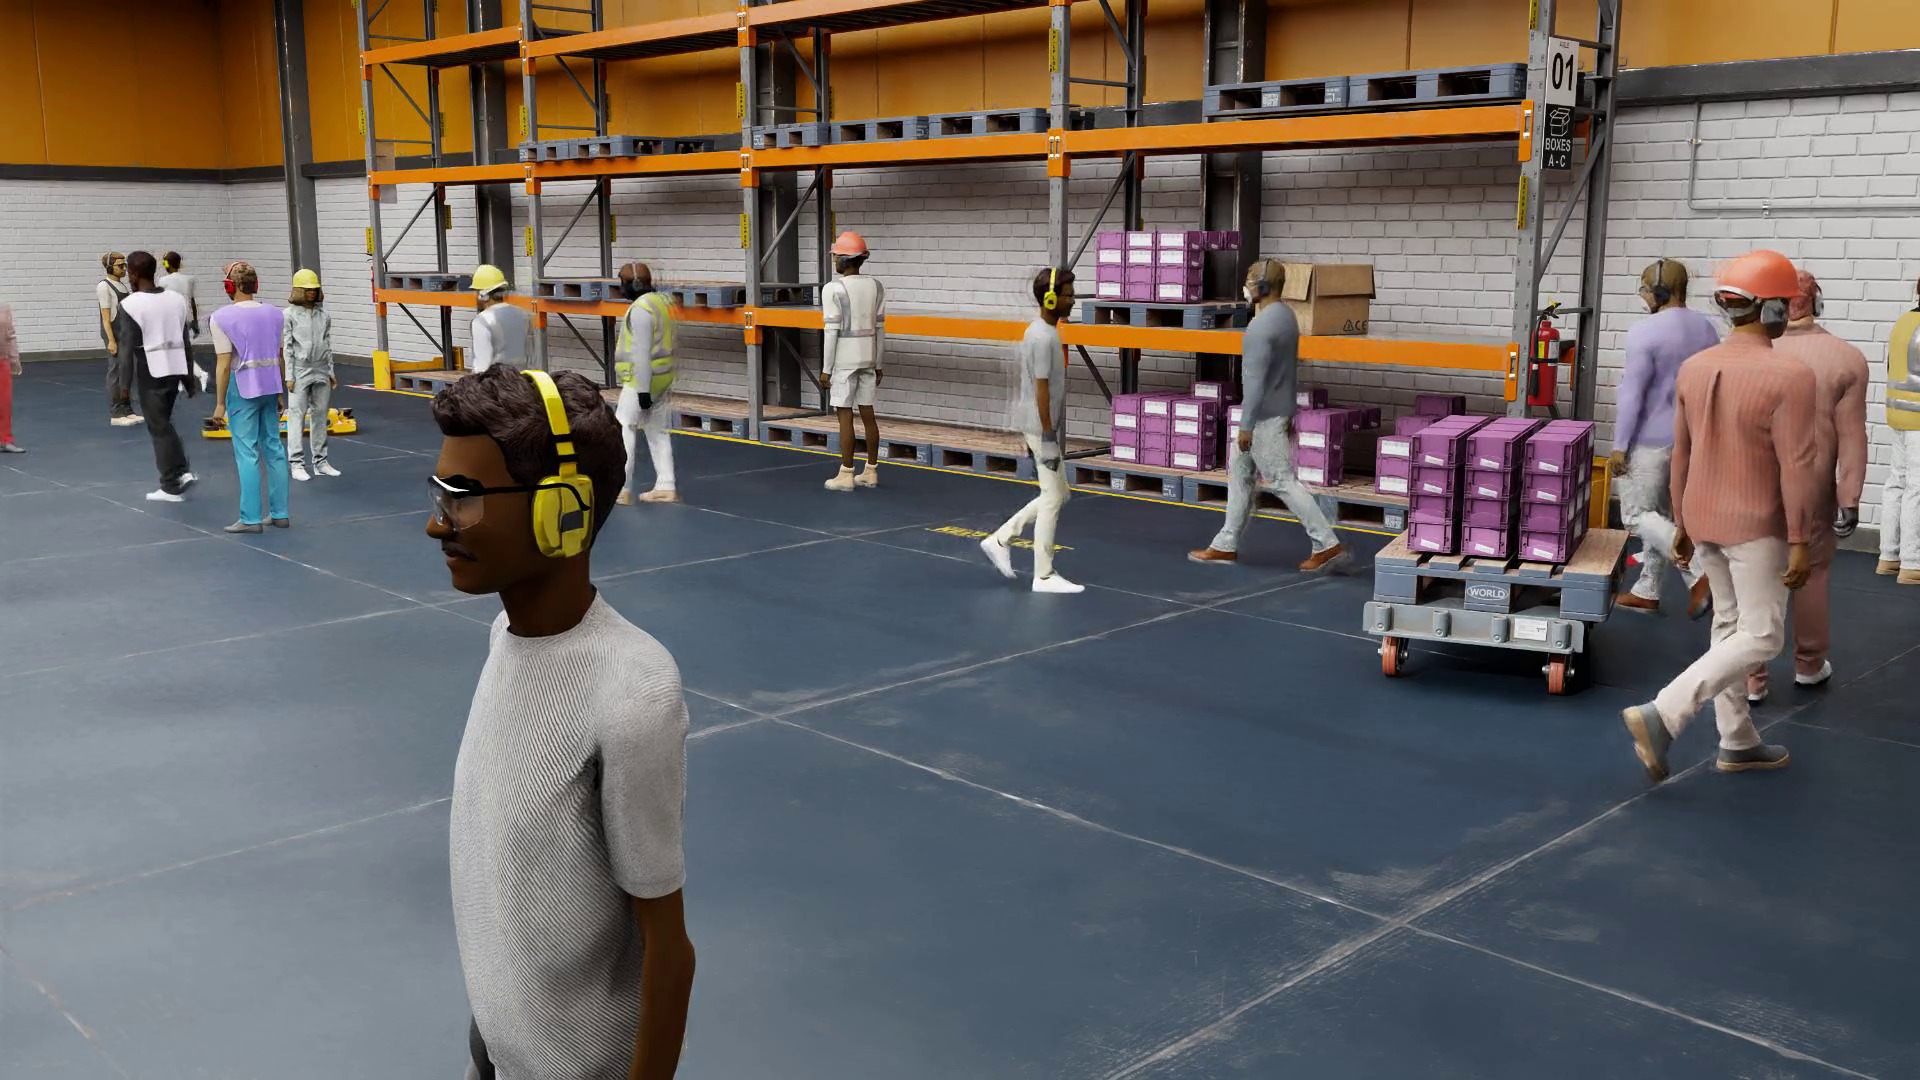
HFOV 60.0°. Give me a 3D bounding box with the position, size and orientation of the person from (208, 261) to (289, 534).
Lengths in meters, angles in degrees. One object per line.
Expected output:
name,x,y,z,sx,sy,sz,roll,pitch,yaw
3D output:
person,-4.816,-0.962,11.318,0.389,1.846,0.566,5,11,25

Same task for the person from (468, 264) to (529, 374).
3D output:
person,-3.343,-1.121,12.277,0.714,1.812,0.597,5,11,24

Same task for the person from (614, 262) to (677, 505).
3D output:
person,-2.487,-1.164,12.497,0.727,1.819,0.645,0,10,3

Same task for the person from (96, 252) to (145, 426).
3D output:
person,-8.983,-2.147,17.785,0.346,1.846,0.506,-1,10,-5

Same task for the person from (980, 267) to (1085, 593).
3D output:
person,0.432,-0.602,9.352,0.495,1.852,0.493,1,10,4

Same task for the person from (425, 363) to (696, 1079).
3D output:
person,-0.523,0.712,2.151,0.328,1.864,0.513,-8,13,-36

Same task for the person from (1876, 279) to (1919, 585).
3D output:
person,5.635,-0.662,9.698,0.429,1.842,0.635,1,10,8

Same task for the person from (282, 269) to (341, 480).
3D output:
person,-5.404,-1.375,13.855,0.322,1.743,0.489,6,12,31

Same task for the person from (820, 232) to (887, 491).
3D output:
person,-0.861,-1.412,13.223,0.615,2.047,0.358,-10,14,-43

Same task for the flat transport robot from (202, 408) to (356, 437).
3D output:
flat transport robot,-6.929,-1.204,16.941,1.431,0.197,0.652,-4,11,-22

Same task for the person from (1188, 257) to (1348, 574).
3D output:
person,1.895,-0.741,9.985,0.985,1.902,0.643,4,11,23

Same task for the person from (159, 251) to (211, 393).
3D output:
person,-9.979,-2.788,21.365,0.852,1.829,0.529,5,12,26

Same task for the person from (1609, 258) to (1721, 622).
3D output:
person,3.706,-0.497,8.615,0.633,1.915,0.700,-6,12,-31

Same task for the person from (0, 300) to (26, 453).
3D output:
person,-8.996,-1.657,15.367,0.487,1.741,0.538,3,11,18

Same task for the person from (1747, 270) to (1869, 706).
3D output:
person,3.632,-0.240,7.321,0.652,1.863,0.877,7,13,34

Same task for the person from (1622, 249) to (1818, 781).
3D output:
person,2.800,-0.062,6.064,0.784,1.974,0.632,-3,11,-15

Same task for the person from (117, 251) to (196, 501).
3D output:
person,-6.107,-1.233,12.632,0.460,1.902,0.626,3,11,18
